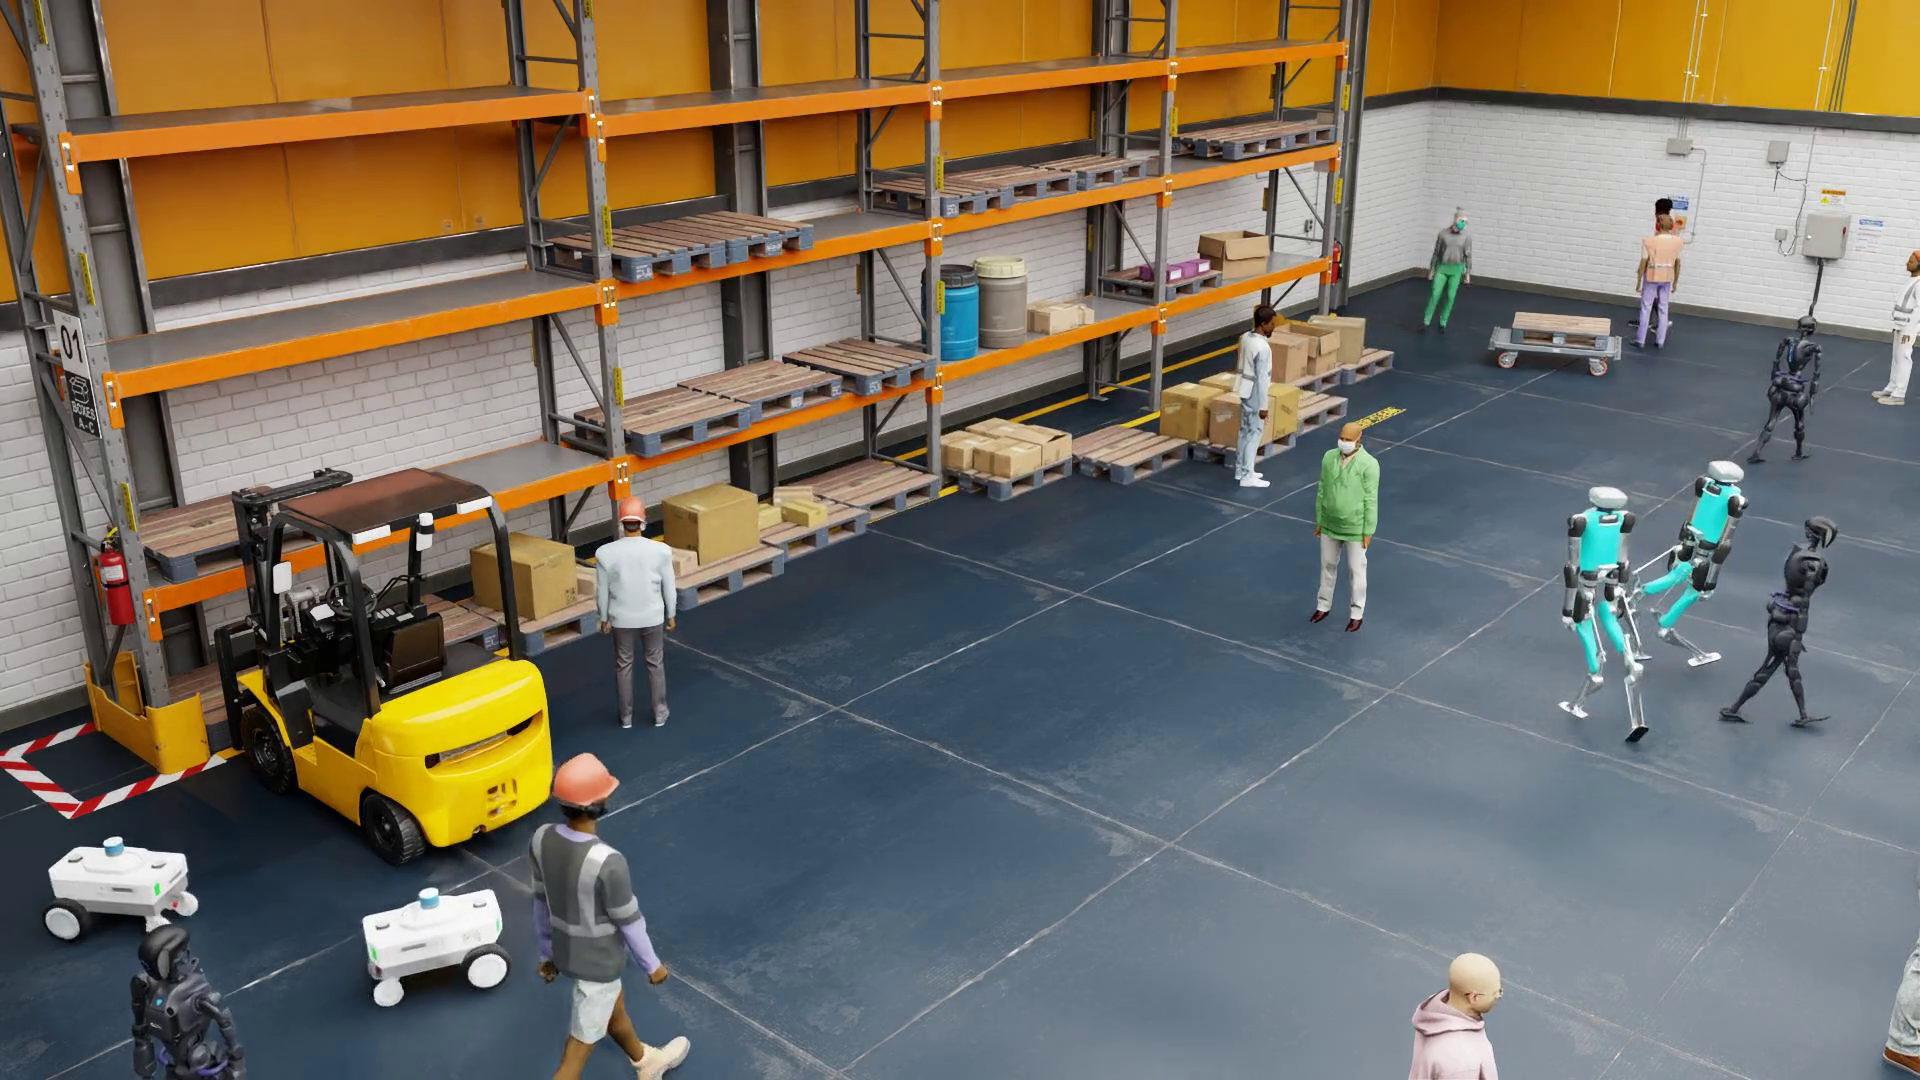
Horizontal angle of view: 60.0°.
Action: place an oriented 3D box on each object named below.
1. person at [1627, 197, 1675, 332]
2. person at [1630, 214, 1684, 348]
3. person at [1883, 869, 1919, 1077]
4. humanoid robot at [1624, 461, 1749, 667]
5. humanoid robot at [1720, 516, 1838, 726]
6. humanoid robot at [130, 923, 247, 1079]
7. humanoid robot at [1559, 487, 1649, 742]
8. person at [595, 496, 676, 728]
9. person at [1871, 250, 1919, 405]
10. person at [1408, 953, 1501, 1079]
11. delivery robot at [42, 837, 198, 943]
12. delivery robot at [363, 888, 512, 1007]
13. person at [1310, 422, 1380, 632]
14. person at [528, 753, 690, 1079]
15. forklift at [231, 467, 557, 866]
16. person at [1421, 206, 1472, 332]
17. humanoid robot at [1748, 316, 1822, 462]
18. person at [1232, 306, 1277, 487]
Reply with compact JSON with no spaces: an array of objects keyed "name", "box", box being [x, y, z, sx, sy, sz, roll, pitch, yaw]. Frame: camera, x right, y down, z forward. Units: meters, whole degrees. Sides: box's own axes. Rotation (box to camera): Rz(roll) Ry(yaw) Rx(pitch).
[{"name":"person","box":[9.998,-3.933,23.800,0.582,1.934,0.626,10,23,25]},{"name":"person","box":[9.620,-3.554,22.917,0.564,1.838,0.377,1,20,2]},{"name":"person","box":[4.978,1.795,8.305,0.380,1.932,0.620,14,24,33]},{"name":"humanoid robot","box":[5.480,0.252,12.759,0.984,1.730,0.542,-4,21,-10]},{"name":"humanoid robot","box":[5.982,0.594,11.969,0.741,1.620,0.610,6,21,17]},{"name":"humanoid robot","box":[-3.295,2.355,7.207,0.609,1.628,0.781,7,21,18]},{"name":"humanoid robot","box":[4.720,0.581,11.875,0.547,1.766,0.962,-6,21,-17]},{"name":"person","box":[-2.331,0.522,12.009,0.572,1.742,0.352,-4,21,-10]},{"name":"person","box":[11.494,-2.587,20.231,0.356,1.884,0.573,6,21,15]},{"name":"person","box":[1.949,2.450,6.726,0.403,1.782,0.524,1,20,3]},{"name":"delivery robot","box":[-4.880,2.008,9.679,0.767,0.583,0.499,2,20,7]},{"name":"delivery robot","box":[-2.883,2.191,9.170,0.747,0.572,0.499,-9,22,-23]},{"name":"person","box":[3.178,-0.121,13.712,0.539,1.776,0.388,15,25,36]},{"name":"person","box":[-1.720,1.935,7.831,0.605,1.995,1.068,18,27,39]},{"name":"forklift","box":[-3.730,0.710,10.856,2.313,2.155,1.214,17,26,38]},{"name":"person","box":[7.016,-3.866,23.773,0.573,1.829,0.460,2,20,6]},{"name":"humanoid robot","box":[8.996,-1.634,18.026,0.791,1.633,0.594,-10,22,-25]},{"name":"person","box":[3.048,-1.483,17.214,0.413,1.907,0.597,-3,20,-9]}]
